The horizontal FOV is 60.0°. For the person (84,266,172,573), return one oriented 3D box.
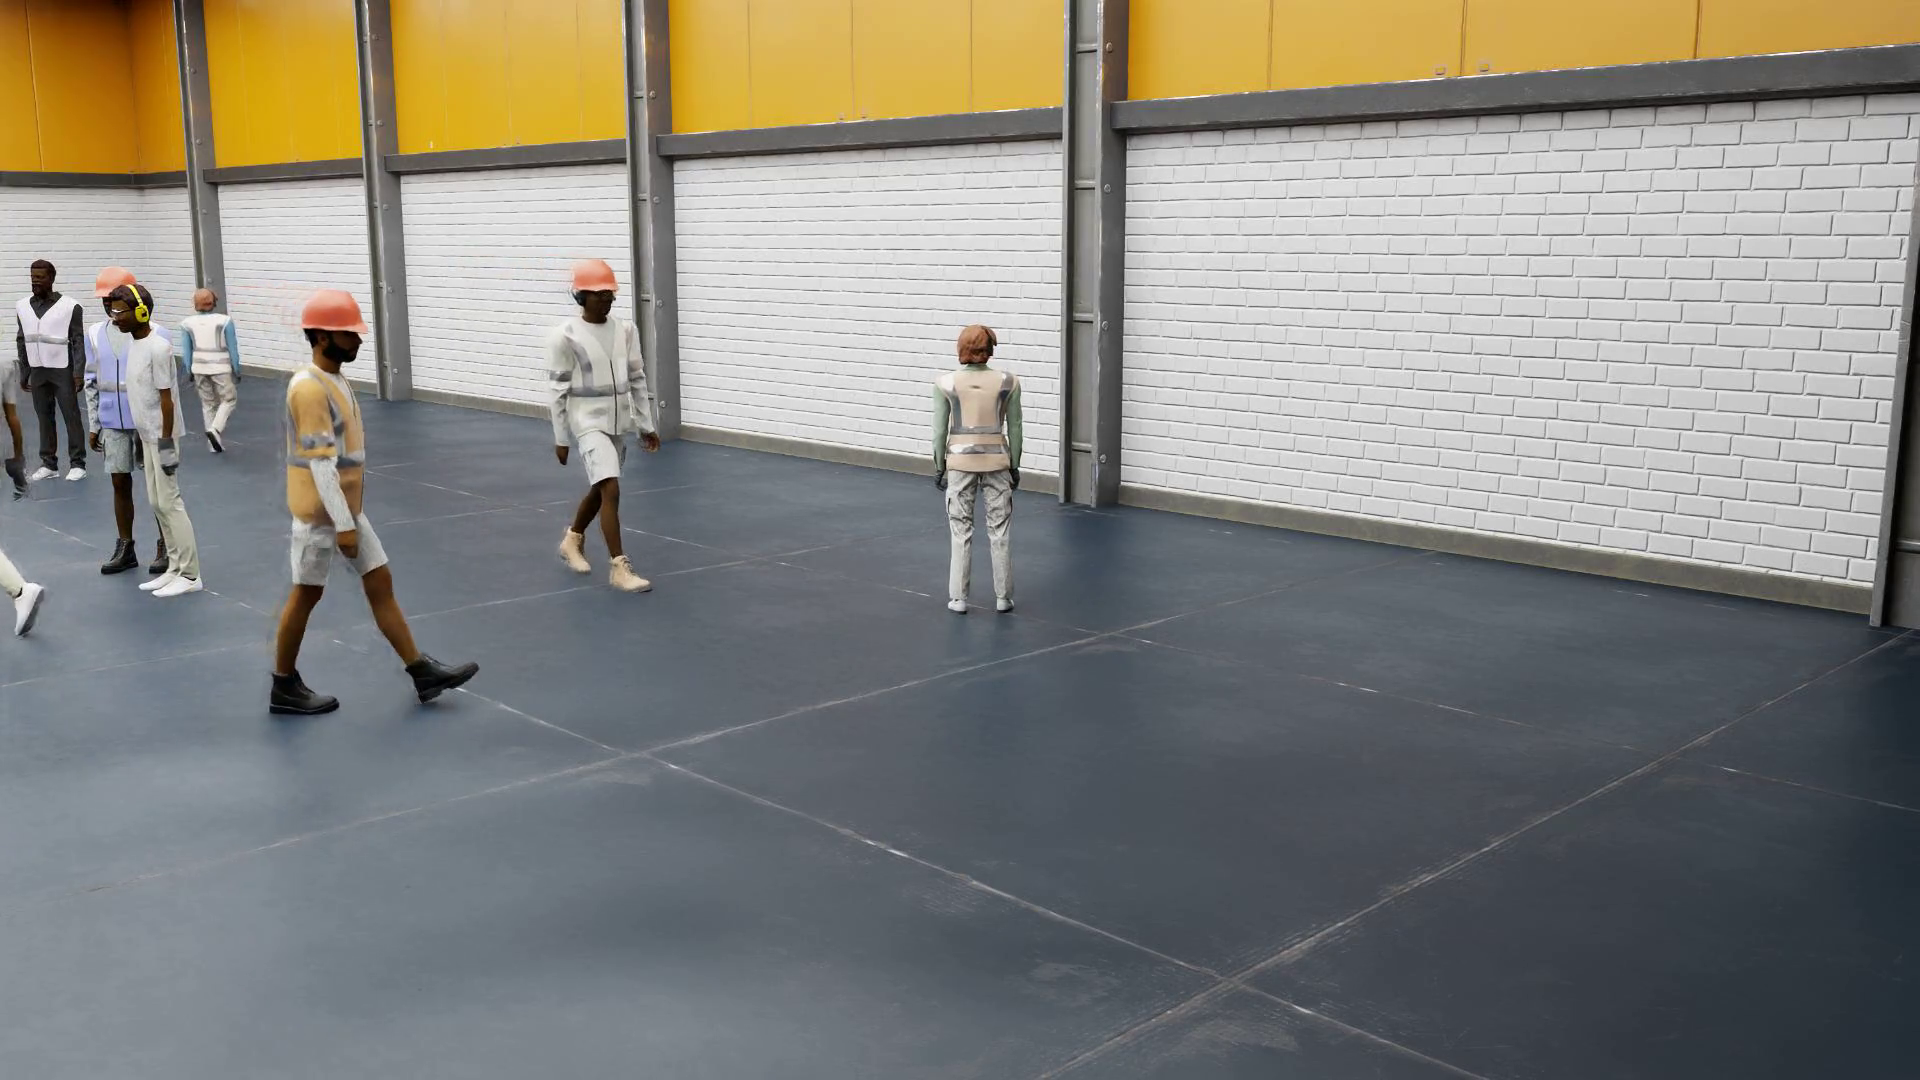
[{"bbox_3d":[-5.230,-0.745,10.485,0.552,1.936,0.358,0,10,-1],"label":"person"}]

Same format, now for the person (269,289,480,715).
[{"bbox_3d":[-2.664,-0.147,7.342,0.963,1.887,0.576,-1,10,-3],"label":"person"}]

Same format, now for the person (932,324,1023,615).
[{"bbox_3d":[0.097,-0.389,9.371,0.514,1.636,0.315,-1,10,-3],"label":"person"}]

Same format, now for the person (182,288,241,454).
[{"bbox_3d":[-7.276,-1.628,16.144,0.530,1.623,0.504,0,10,0],"label":"person"}]

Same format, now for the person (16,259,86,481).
[{"bbox_3d":[-7.919,-1.477,14.524,0.590,1.922,0.392,0,10,3],"label":"person"}]

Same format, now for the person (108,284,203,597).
[{"bbox_3d":[-4.771,-0.582,9.848,0.368,1.853,0.490,-9,14,-40],"label":"person"}]

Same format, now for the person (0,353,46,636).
[{"bbox_3d":[-5.276,-0.401,8.930,0.848,1.826,0.575,7,12,33],"label":"person"}]

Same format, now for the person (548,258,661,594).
[{"bbox_3d":[-2.236,-0.717,10.173,1.015,2.003,0.615,9,14,39],"label":"person"}]
